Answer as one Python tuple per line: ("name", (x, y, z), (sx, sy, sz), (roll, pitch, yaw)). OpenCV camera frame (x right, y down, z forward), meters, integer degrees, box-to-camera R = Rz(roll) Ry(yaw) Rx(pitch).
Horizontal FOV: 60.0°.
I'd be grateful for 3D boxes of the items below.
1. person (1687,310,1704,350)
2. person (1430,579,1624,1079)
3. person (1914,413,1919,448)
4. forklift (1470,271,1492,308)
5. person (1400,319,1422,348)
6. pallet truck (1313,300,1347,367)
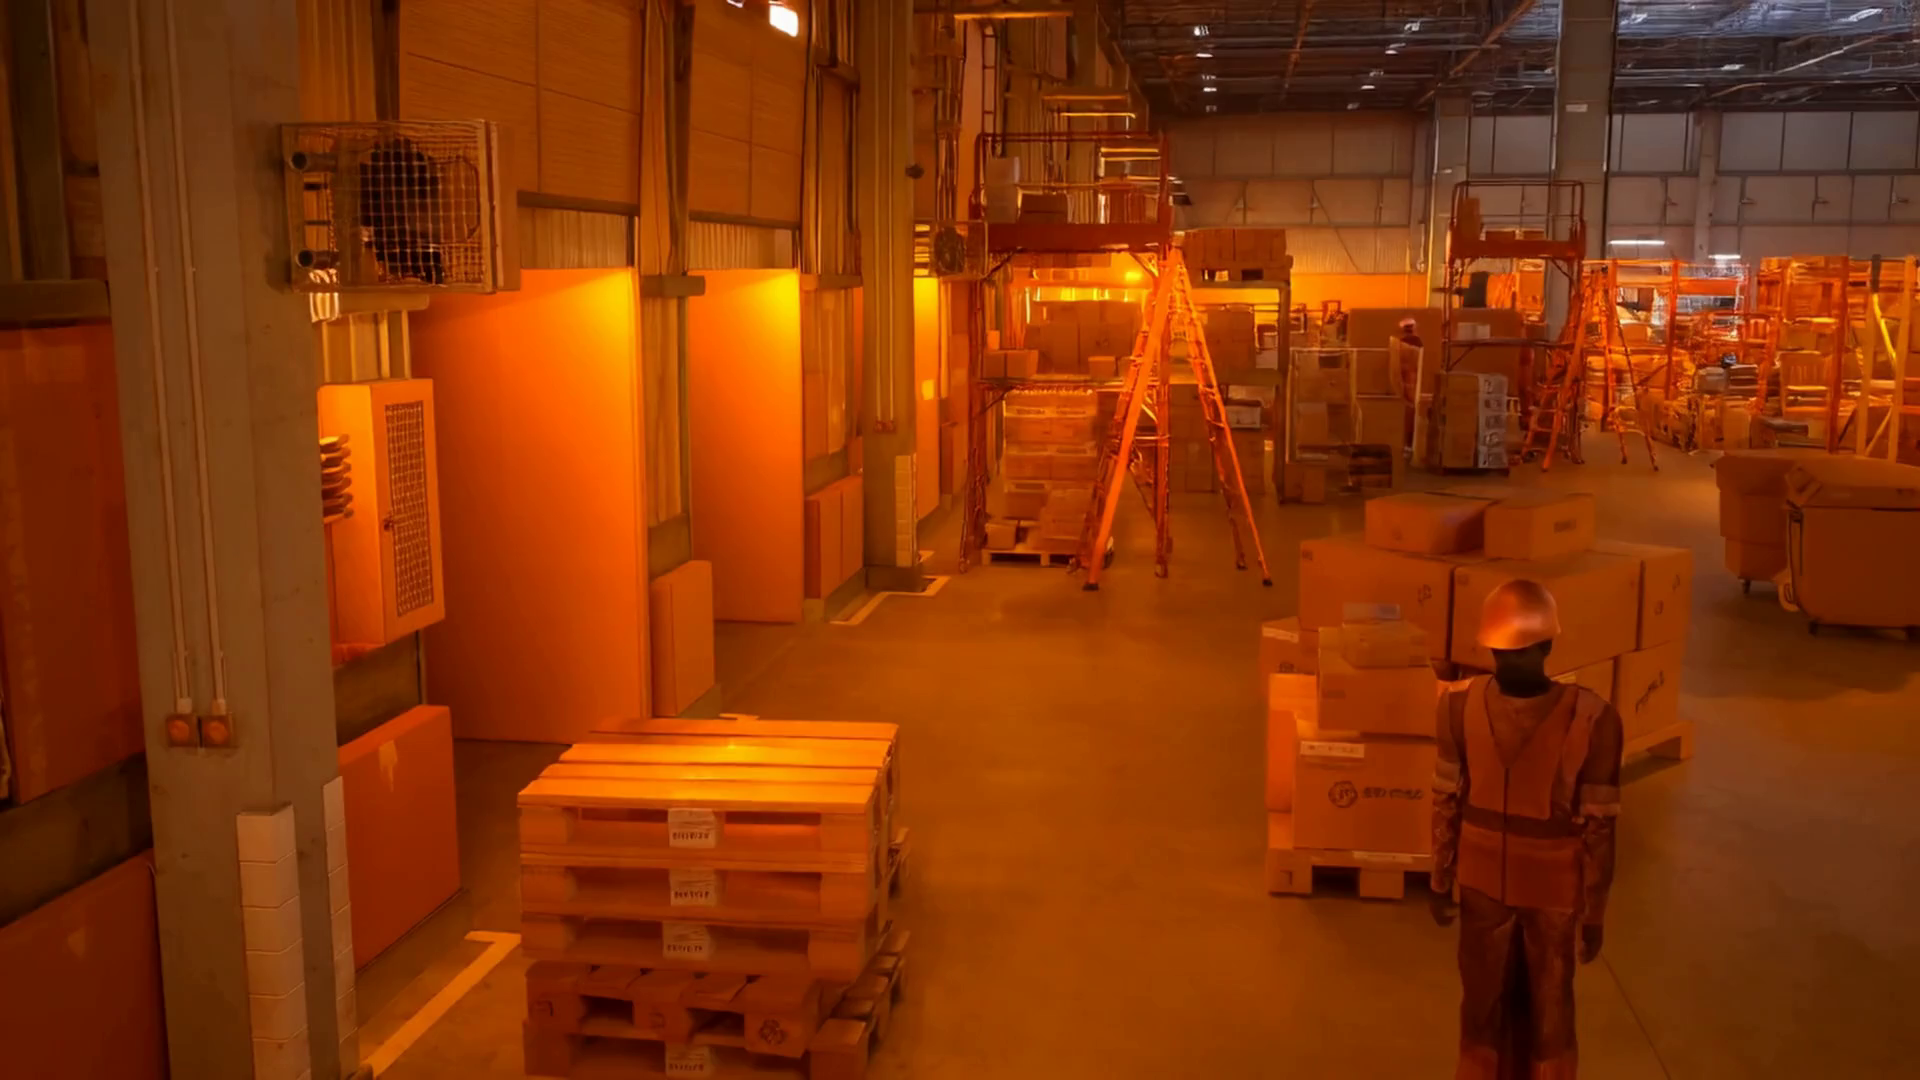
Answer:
("person", (21.853, -6.001, 49.449), (0.530, 1.689, 0.322), (-2, 9, -13))
("person", (1.725, 1.064, 5.171), (0.585, 1.919, 0.397), (7, 12, 38))
("person", (15.572, -2.333, 26.684), (0.322, 1.736, 0.487), (6, 11, 31))
("forklift", (12.959, -5.334, 41.665), (1.873, 2.768, 1.129), (1, 9, 9))
("person", (8.382, -3.166, 31.210), (0.543, 1.932, 0.376), (-2, 9, -10))
("pallet truck", (11.159, -6.200, 49.718), (0.823, 1.965, 1.885), (4, 10, 26))
